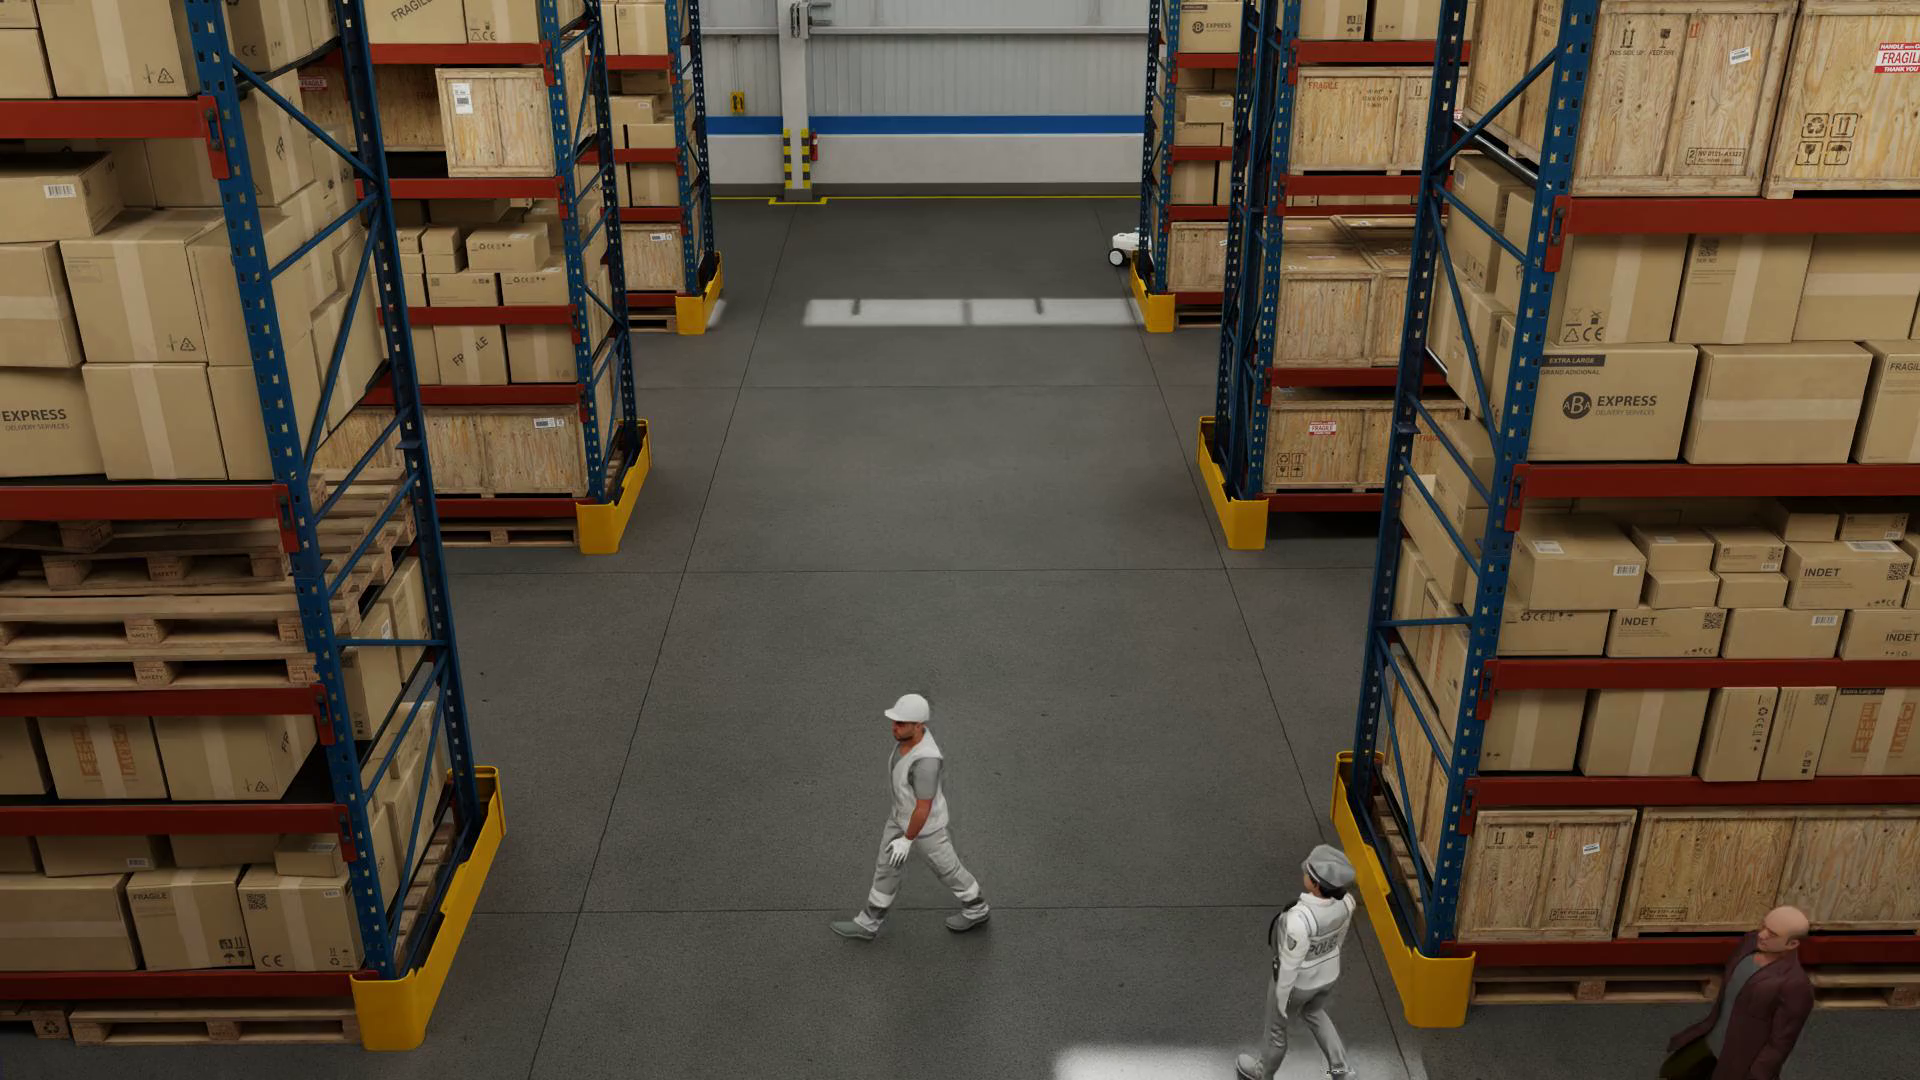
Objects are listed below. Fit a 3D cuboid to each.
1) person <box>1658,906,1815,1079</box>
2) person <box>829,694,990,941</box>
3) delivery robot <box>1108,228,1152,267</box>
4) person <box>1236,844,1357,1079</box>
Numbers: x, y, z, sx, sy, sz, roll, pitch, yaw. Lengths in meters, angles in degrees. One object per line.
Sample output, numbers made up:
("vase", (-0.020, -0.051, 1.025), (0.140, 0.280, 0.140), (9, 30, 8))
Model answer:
("person", (3.861, 2.566, 8.327), (0.485, 1.781, 0.606), (-3, 25, -6))
("person", (-0.301, 1.720, 10.183), (1.008, 1.755, 0.559), (-11, 27, -22))
("delivery robot", (2.536, -4.247, 24.547), (0.753, 0.535, 0.667), (13, 28, 26))
("person", (1.846, 2.335, 8.961), (0.485, 1.679, 0.695), (-15, 29, -28))
